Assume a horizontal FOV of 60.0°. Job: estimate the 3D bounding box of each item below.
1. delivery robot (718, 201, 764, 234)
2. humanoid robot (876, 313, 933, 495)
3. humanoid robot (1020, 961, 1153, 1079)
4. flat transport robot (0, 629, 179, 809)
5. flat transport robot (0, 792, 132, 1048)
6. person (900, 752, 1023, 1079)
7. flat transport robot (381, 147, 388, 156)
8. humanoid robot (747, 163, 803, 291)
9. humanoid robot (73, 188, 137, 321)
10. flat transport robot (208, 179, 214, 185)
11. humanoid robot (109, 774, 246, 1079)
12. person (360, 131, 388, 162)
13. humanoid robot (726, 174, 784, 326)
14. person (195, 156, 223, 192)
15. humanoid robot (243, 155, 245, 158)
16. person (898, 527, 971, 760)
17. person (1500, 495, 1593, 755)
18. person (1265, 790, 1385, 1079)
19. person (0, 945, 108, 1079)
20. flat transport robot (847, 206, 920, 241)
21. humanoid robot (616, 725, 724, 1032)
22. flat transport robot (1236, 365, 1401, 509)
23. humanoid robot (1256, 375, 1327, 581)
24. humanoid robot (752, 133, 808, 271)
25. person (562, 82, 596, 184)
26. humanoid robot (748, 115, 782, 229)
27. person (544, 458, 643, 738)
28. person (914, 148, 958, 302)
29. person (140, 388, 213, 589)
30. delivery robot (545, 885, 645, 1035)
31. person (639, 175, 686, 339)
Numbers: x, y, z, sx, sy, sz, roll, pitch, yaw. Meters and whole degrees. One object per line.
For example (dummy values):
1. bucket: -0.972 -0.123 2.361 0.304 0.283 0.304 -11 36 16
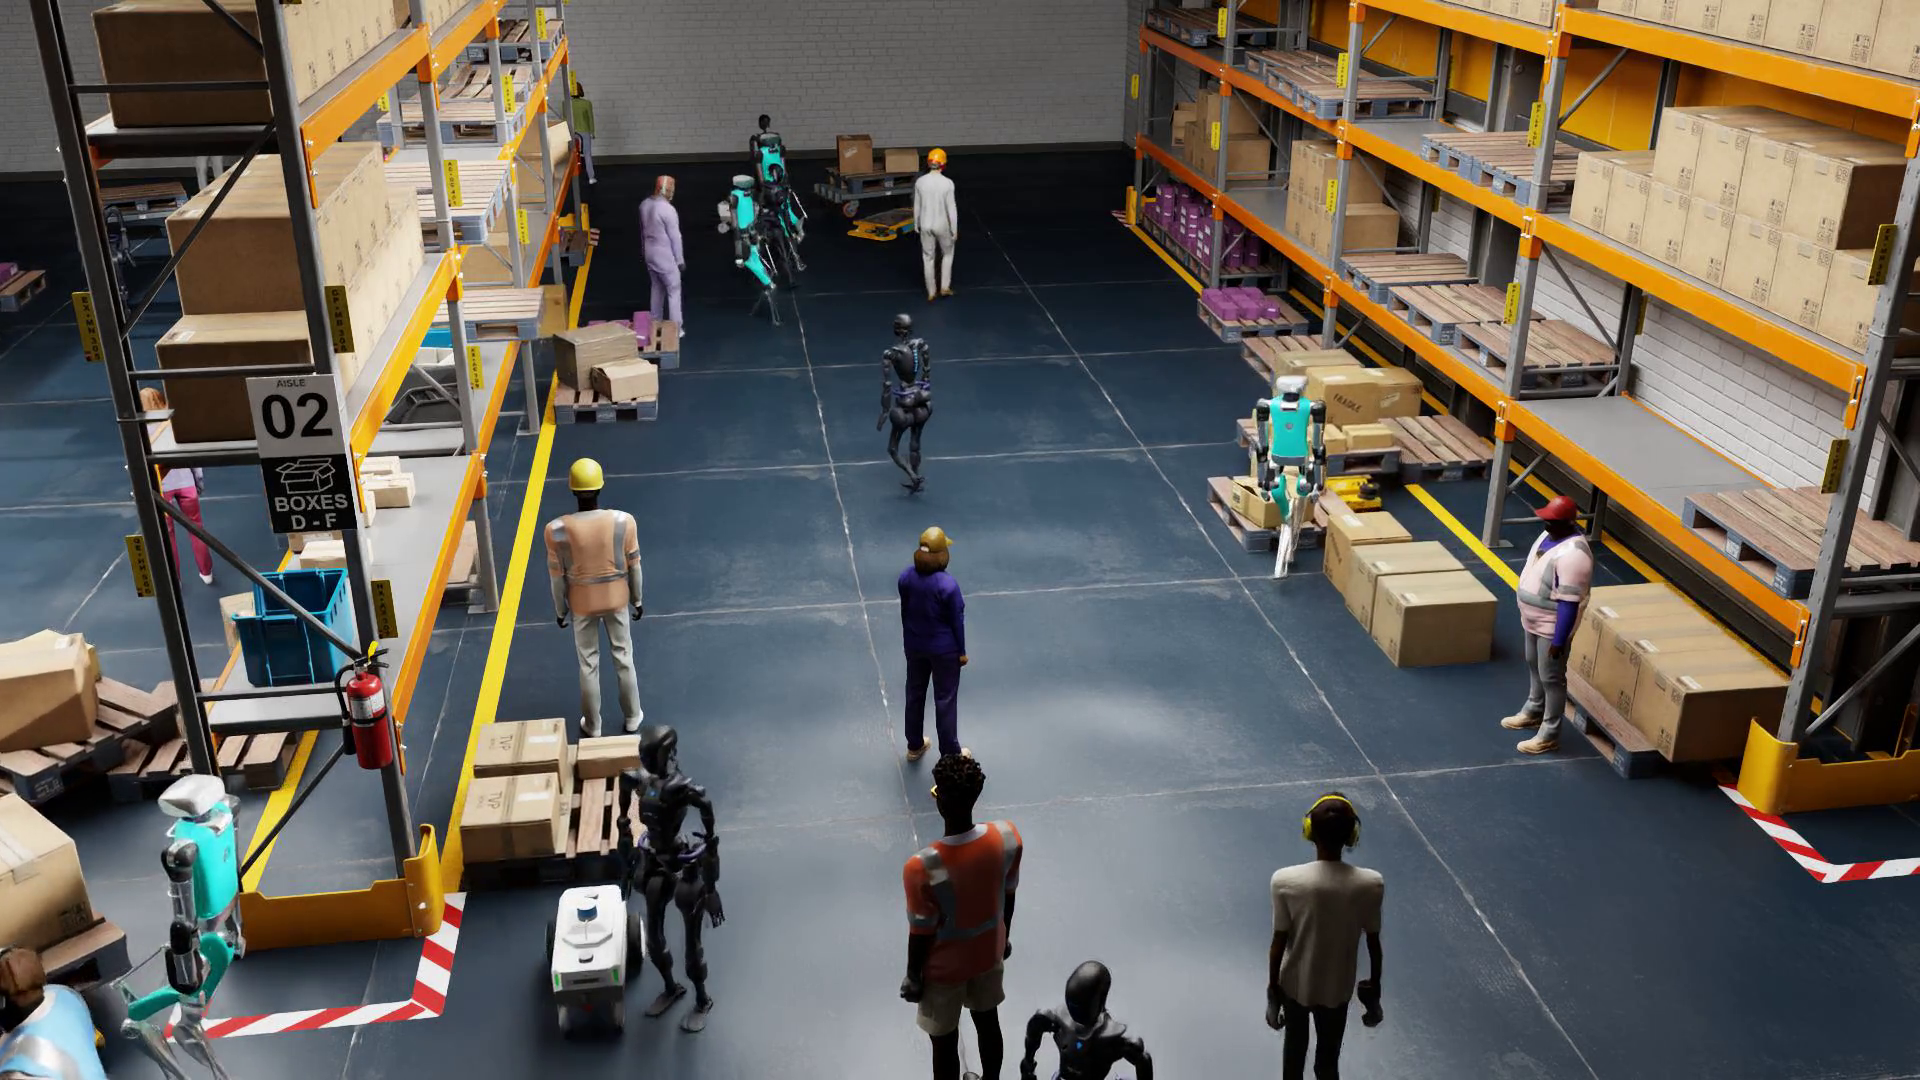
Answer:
1. delivery robot: -3.123 -4.721 24.039 0.738 0.563 0.499 5 24 11
2. humanoid robot: -0.415 -1.185 14.620 0.601 1.642 0.459 -21 31 -40
3. humanoid robot: 0.537 2.315 6.689 0.609 1.634 0.615 10 26 22
4. flat transport robot: -5.704 1.362 10.574 0.659 0.231 1.431 13 27 27
5. flat transport robot: -4.963 2.334 8.361 1.431 0.231 0.659 19 30 36
6. person: -0.006 1.827 7.407 0.606 1.965 0.367 -17 29 -34
7. flat transport robot: -8.659 -5.014 25.101 1.431 0.231 0.659 0 24 1
8. humanoid robot: -2.369 -3.937 20.955 0.820 1.622 0.589 15 28 31
9. humanoid robot: -10.082 -3.392 19.636 0.599 1.657 0.315 -8 25 -18
10. flat transport robot: -11.253 -5.676 26.609 1.431 0.231 0.659 6 24 13
11. humanoid robot: -3.587 1.907 7.597 0.747 1.850 0.557 1 24 3
12. person: -7.739 -4.516 22.053 0.864 1.807 0.525 22 32 40
13. humanoid robot: -2.288 -3.392 19.661 0.841 1.806 0.530 9 25 19
14. person: -11.610 -6.117 25.660 0.430 1.843 0.621 19 30 37
15. humanoid robot: -9.236 -4.584 22.304 0.543 1.765 0.906 -11 26 -24
16. person: -0.156 0.671 10.462 0.448 1.622 0.343 14 27 29
17. person: 3.757 0.525 10.650 0.418 1.746 0.599 -1 24 -1
18. person: 1.584 2.002 7.202 0.527 1.823 0.785 2 24 5
19. person: -3.442 2.370 6.354 0.431 1.812 0.699 -10 25 -21
20. flat transport robot: -0.943 -4.588 24.130 0.659 0.231 1.431 15 28 31
21. humanoid robot: -1.416 1.648 8.176 0.592 1.651 0.323 8 25 19
22. flat transport robot: 3.250 -0.619 15.089 0.659 0.231 1.431 -3 24 -8
23. humanoid robot: 2.586 -0.519 13.013 0.564 1.730 1.002 7 25 15
24. humanoid robot: -2.285 -4.398 21.995 0.820 1.879 0.557 18 30 36
25. person: -6.193 -6.625 27.084 0.495 1.626 0.285 0 24 -1
26. humanoid robot: -2.801 -5.311 24.045 0.590 1.639 0.572 -17 29 -34
27. person: -2.337 0.389 10.731 0.585 1.927 0.360 -7 25 -16
28. person: -0.297 -3.894 20.551 0.597 1.882 0.521 5 24 12
29. person: -6.115 -0.390 12.877 0.498 1.629 0.287 -16 28 -32
30. delivery robot: -1.892 2.108 8.545 0.499 0.614 0.811 -3 24 -8
31. person: -3.409 -3.253 19.092 0.414 1.880 0.654 -19 30 -37
